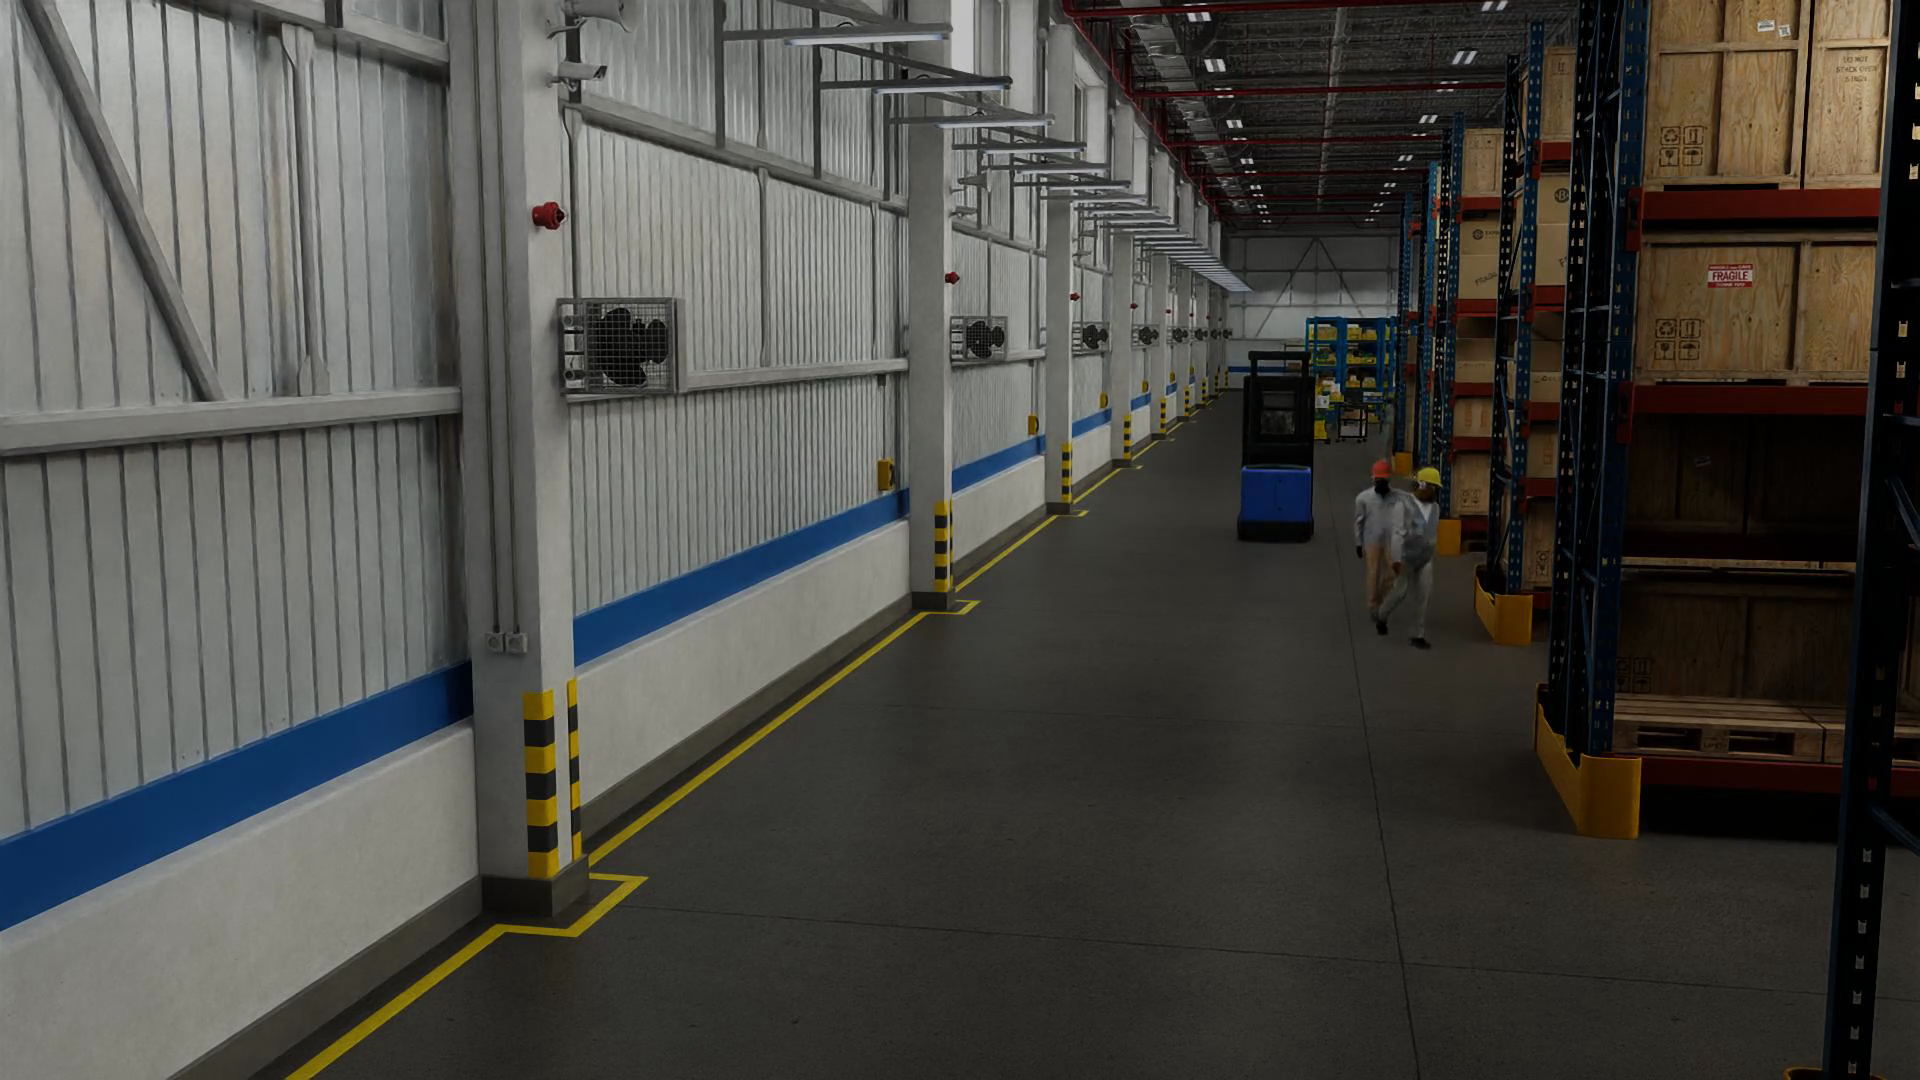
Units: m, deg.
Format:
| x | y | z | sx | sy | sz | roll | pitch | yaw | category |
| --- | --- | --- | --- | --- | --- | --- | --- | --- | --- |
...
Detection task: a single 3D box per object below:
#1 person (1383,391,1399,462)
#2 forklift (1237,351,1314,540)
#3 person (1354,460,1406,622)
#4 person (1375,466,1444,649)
| x | y | z | sx | sy | sz | roll | pitch | yaw | category |
| --- | --- | --- | --- | --- | --- | --- | --- | --- | --- |
| 10.428 | -2.720 | 39.831 | 0.495 | 1.708 | 0.853 | 7 | 10 | 42 | person |
| 4.813 | -1.475 | 25.199 | 1.129 | 2.768 | 1.873 | 1 | 7 | 12 | forklift |
| 4.517 | 0.003 | 17.880 | 0.581 | 1.738 | 0.451 | 0 | 7 | 1 | person |
| 4.463 | 0.156 | 16.469 | 0.603 | 1.790 | 0.732 | -3 | 8 | -20 | person |
